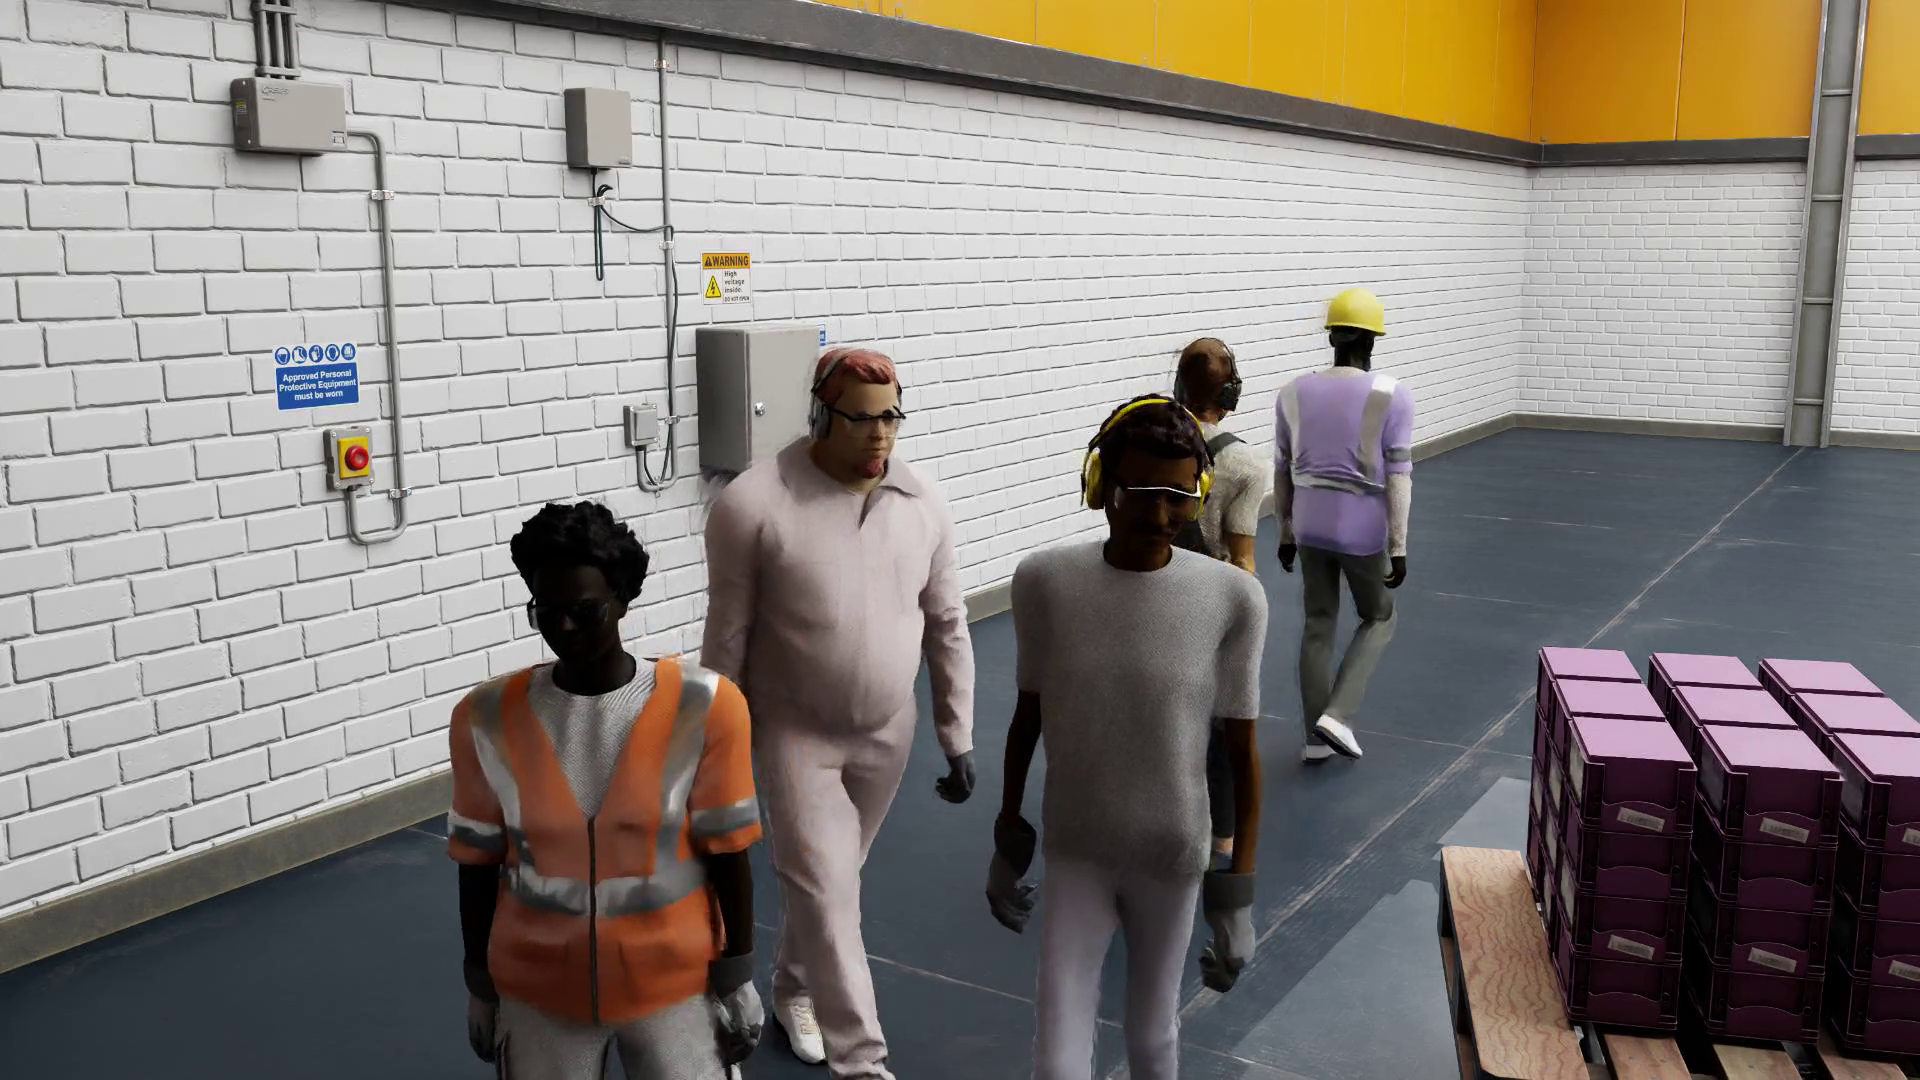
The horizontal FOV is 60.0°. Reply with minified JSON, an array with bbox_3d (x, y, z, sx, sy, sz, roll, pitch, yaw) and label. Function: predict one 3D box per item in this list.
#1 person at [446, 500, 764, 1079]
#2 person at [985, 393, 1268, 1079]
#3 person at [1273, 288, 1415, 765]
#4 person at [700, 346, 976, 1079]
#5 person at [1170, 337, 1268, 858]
[{"bbox_3d":[-0.610,0.749,2.913,0.548,1.680,0.544,-1,10,-4],"label":"person"},{"bbox_3d":[0.283,0.647,3.107,0.543,1.819,0.933,2,10,12],"label":"person"},{"bbox_3d":[1.523,-0.039,6.627,0.601,1.910,0.419,8,13,38],"label":"person"},{"bbox_3d":[-0.248,0.475,3.960,0.655,1.845,1.011,-7,12,-33],"label":"person"},{"bbox_3d":[0.722,0.251,5.358,0.511,1.803,0.961,5,12,27],"label":"person"}]
